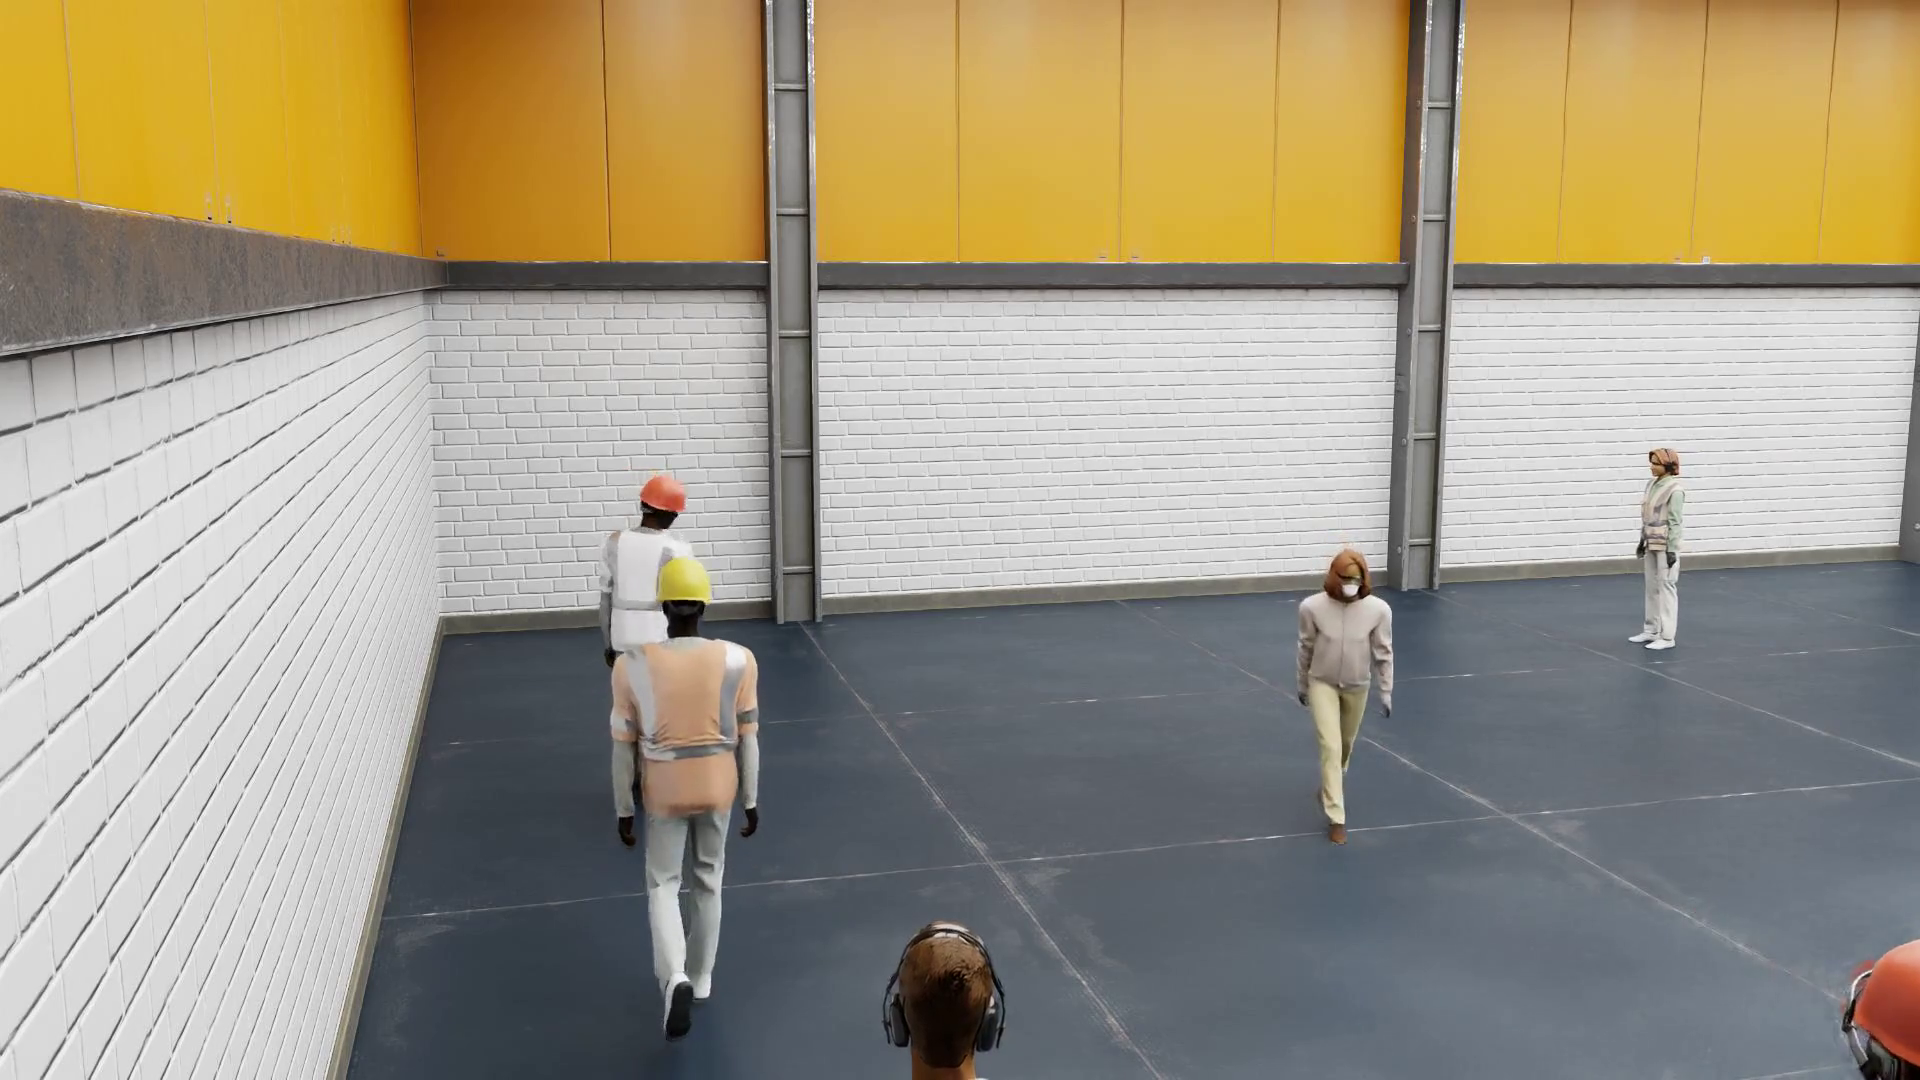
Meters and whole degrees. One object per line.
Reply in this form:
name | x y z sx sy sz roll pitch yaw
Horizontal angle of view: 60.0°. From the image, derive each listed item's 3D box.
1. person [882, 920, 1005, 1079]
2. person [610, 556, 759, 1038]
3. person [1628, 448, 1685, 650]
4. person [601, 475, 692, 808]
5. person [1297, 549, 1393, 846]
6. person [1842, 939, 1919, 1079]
person | -0.026 1.614 3.155 0.517 1.844 0.332 -1 9 -7
person | -1.091 1.023 6.681 0.590 1.903 0.750 -2 9 -15
person | 5.673 0.070 13.459 0.312 1.636 0.516 0 9 -3
person | -1.757 0.592 9.426 0.570 1.896 0.361 2 9 10
person | 2.100 0.792 9.154 0.509 1.580 0.858 1 9 5
person | 1.558 1.604 2.810 0.618 1.972 0.508 -3 9 -16
